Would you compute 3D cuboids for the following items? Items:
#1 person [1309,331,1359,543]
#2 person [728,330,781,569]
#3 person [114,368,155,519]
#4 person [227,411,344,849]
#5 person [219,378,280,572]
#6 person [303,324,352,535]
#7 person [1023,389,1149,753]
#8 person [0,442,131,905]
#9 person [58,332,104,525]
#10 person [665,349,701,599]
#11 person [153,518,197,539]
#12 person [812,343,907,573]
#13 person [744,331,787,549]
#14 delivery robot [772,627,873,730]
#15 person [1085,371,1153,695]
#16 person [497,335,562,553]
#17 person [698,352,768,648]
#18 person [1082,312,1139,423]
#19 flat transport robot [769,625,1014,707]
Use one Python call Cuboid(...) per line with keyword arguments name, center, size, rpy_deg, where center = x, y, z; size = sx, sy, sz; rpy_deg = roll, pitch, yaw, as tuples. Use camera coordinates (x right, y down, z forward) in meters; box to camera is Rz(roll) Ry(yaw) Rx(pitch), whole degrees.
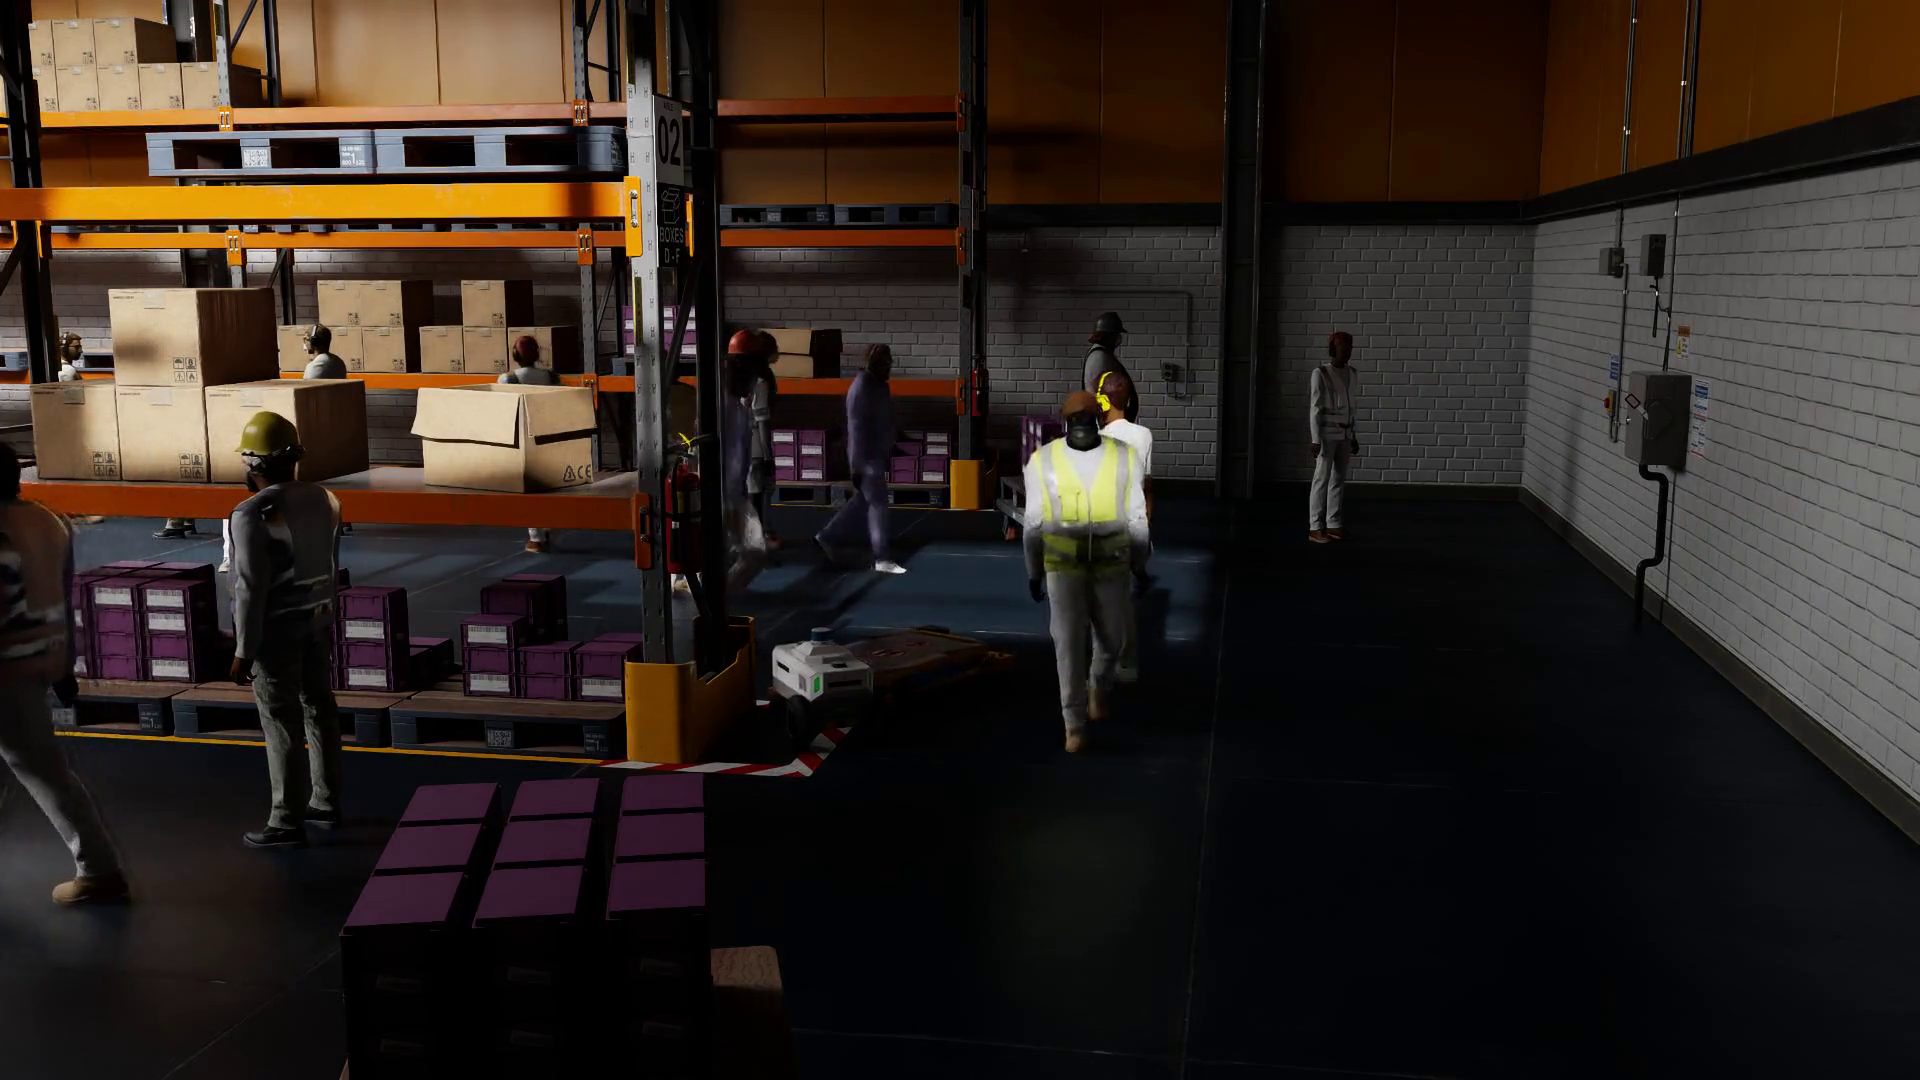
Cuboid(name="person", center=(3.346, -0.917, 14.857), size=(0.583, 1.882, 0.337), rpy_deg=(-7, 11, -37))
Cuboid(name="person", center=(-1.722, -0.721, 13.467), size=(0.545, 1.943, 0.348), rpy_deg=(6, 11, 35))
Cuboid(name="person", center=(-8.050, -1.196, 16.542), size=(0.648, 1.909, 0.842), rpy_deg=(-4, 10, -22))
Cuboid(name="person", center=(-2.841, 0.378, 6.982), size=(0.403, 1.834, 0.587), rpy_deg=(3, 10, 16))
Cuboid(name="person", center=(-5.748, -0.728, 13.374), size=(0.611, 1.985, 0.393), rpy_deg=(-2, 9, -13))
Cuboid(name="person", center=(-5.795, -1.001, 15.213), size=(0.370, 1.940, 0.627), rpy_deg=(0, 9, 1))
Cuboid(name="person", center=(0.644, 0.137, 8.528), size=(0.644, 1.822, 0.661), rpy_deg=(0, 9, 0))
Cuboid(name="person", center=(-3.642, 0.513, 6.288), size=(0.973, 1.794, 0.634), rpy_deg=(0, 9, -1))
Cuboid(name="person", center=(-8.506, -1.065, 15.909), size=(0.351, 1.843, 0.506), rpy_deg=(-9, 13, -43))
Cuboid(name="person", center=(-2.157, -0.486, 12.319), size=(0.429, 1.841, 0.634), rpy_deg=(7, 11, 36))
Cuboid(name="person", center=(-7.174, -0.920, 15.046), size=(0.403, 1.827, 0.601), rpy_deg=(0, 9, -1))
Cuboid(name="person", center=(-0.822, -0.657, 13.350), size=(0.795, 1.863, 0.706), rpy_deg=(1, 9, 9))
Cuboid(name="person", center=(-1.834, -0.875, 14.582), size=(0.635, 1.906, 0.674), rpy_deg=(1, 9, 5))
Cuboid(name="delivery robot", center=(-0.723, 0.699, 8.655), size=(0.477, 0.478, 0.707), rpy_deg=(-4, 10, -25))
Cuboid(name="person", center=(0.846, -0.038, 9.521), size=(0.509, 1.854, 0.438), rpy_deg=(-8, 12, -41))
Cuboid(name="person", center=(-3.739, -0.828, 14.364), size=(0.581, 1.861, 0.615), rpy_deg=(-7, 12, -39))
Cuboid(name="person", center=(-1.450, -0.233, 10.527), size=(0.425, 1.909, 0.685), rpy_deg=(-3, 10, -19))
Cuboid(name="person", center=(1.429, -1.153, 15.838), size=(0.538, 2.000, 0.690), rpy_deg=(0, 9, -1))
Cuboid(name="flat transport robot", center=(-0.370, 0.731, 9.626), size=(0.652, 0.197, 1.431), rpy_deg=(7, 12, 38))
